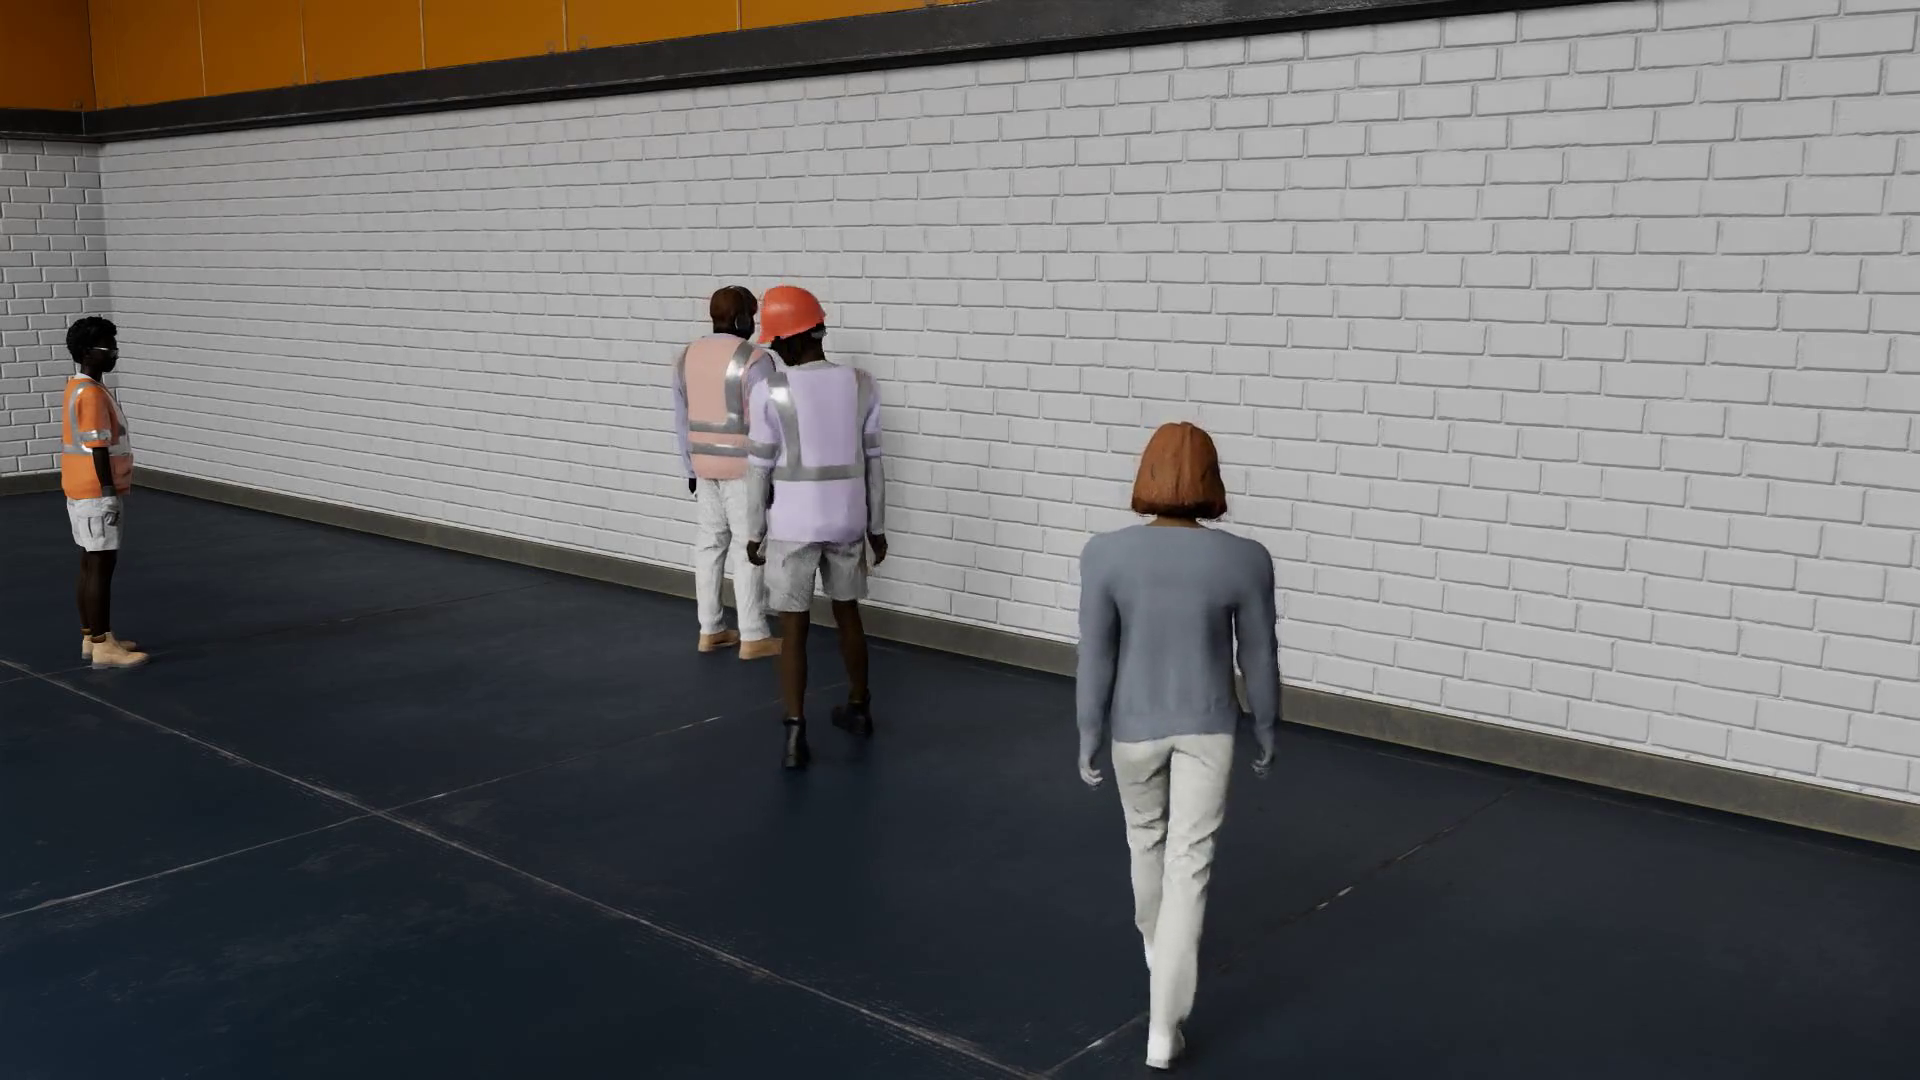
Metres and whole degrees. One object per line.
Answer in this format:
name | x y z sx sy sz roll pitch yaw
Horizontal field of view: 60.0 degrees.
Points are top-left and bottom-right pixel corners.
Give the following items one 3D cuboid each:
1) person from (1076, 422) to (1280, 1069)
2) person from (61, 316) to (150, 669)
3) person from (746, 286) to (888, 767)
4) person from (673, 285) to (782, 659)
person | 0.560 0.486 4.307 0.513 1.583 0.879 2 10 12
person | -4.171 -0.232 8.068 0.318 1.698 0.539 -7 12 -34
person | -0.556 -0.064 6.628 0.595 1.884 0.613 -5 11 -24
person | -1.115 -0.335 8.263 0.633 1.840 0.429 7 12 35
